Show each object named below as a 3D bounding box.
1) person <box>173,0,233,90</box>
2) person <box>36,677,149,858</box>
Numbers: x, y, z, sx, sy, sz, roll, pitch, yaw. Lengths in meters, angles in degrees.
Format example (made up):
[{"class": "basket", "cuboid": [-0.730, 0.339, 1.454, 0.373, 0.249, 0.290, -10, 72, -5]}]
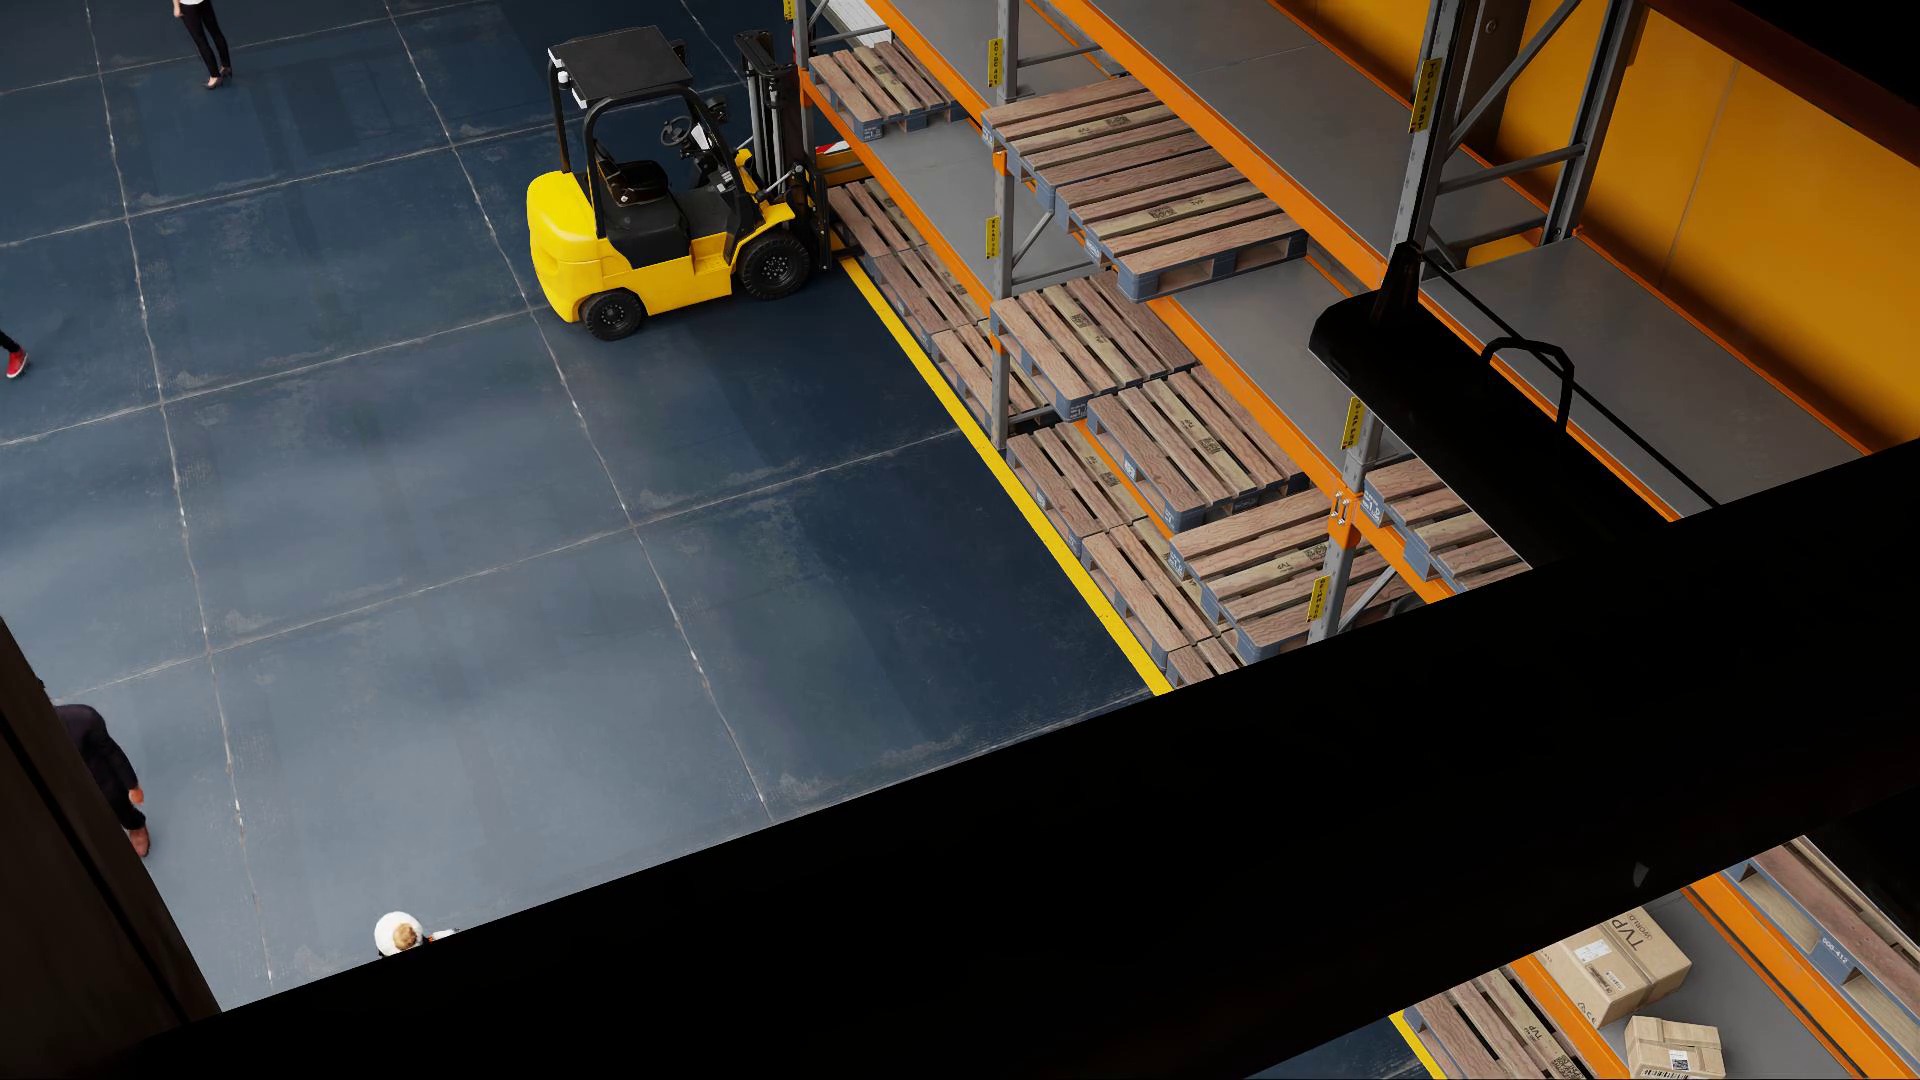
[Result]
[{"class": "person", "cuboid": [-7.607, -5.350, 16.501, 0.740, 1.795, 0.666, 12, 45, 12]}, {"class": "person", "cuboid": [-4.929, 1.366, 9.415, 0.717, 1.847, 1.154, -17, 46, -17]}]
